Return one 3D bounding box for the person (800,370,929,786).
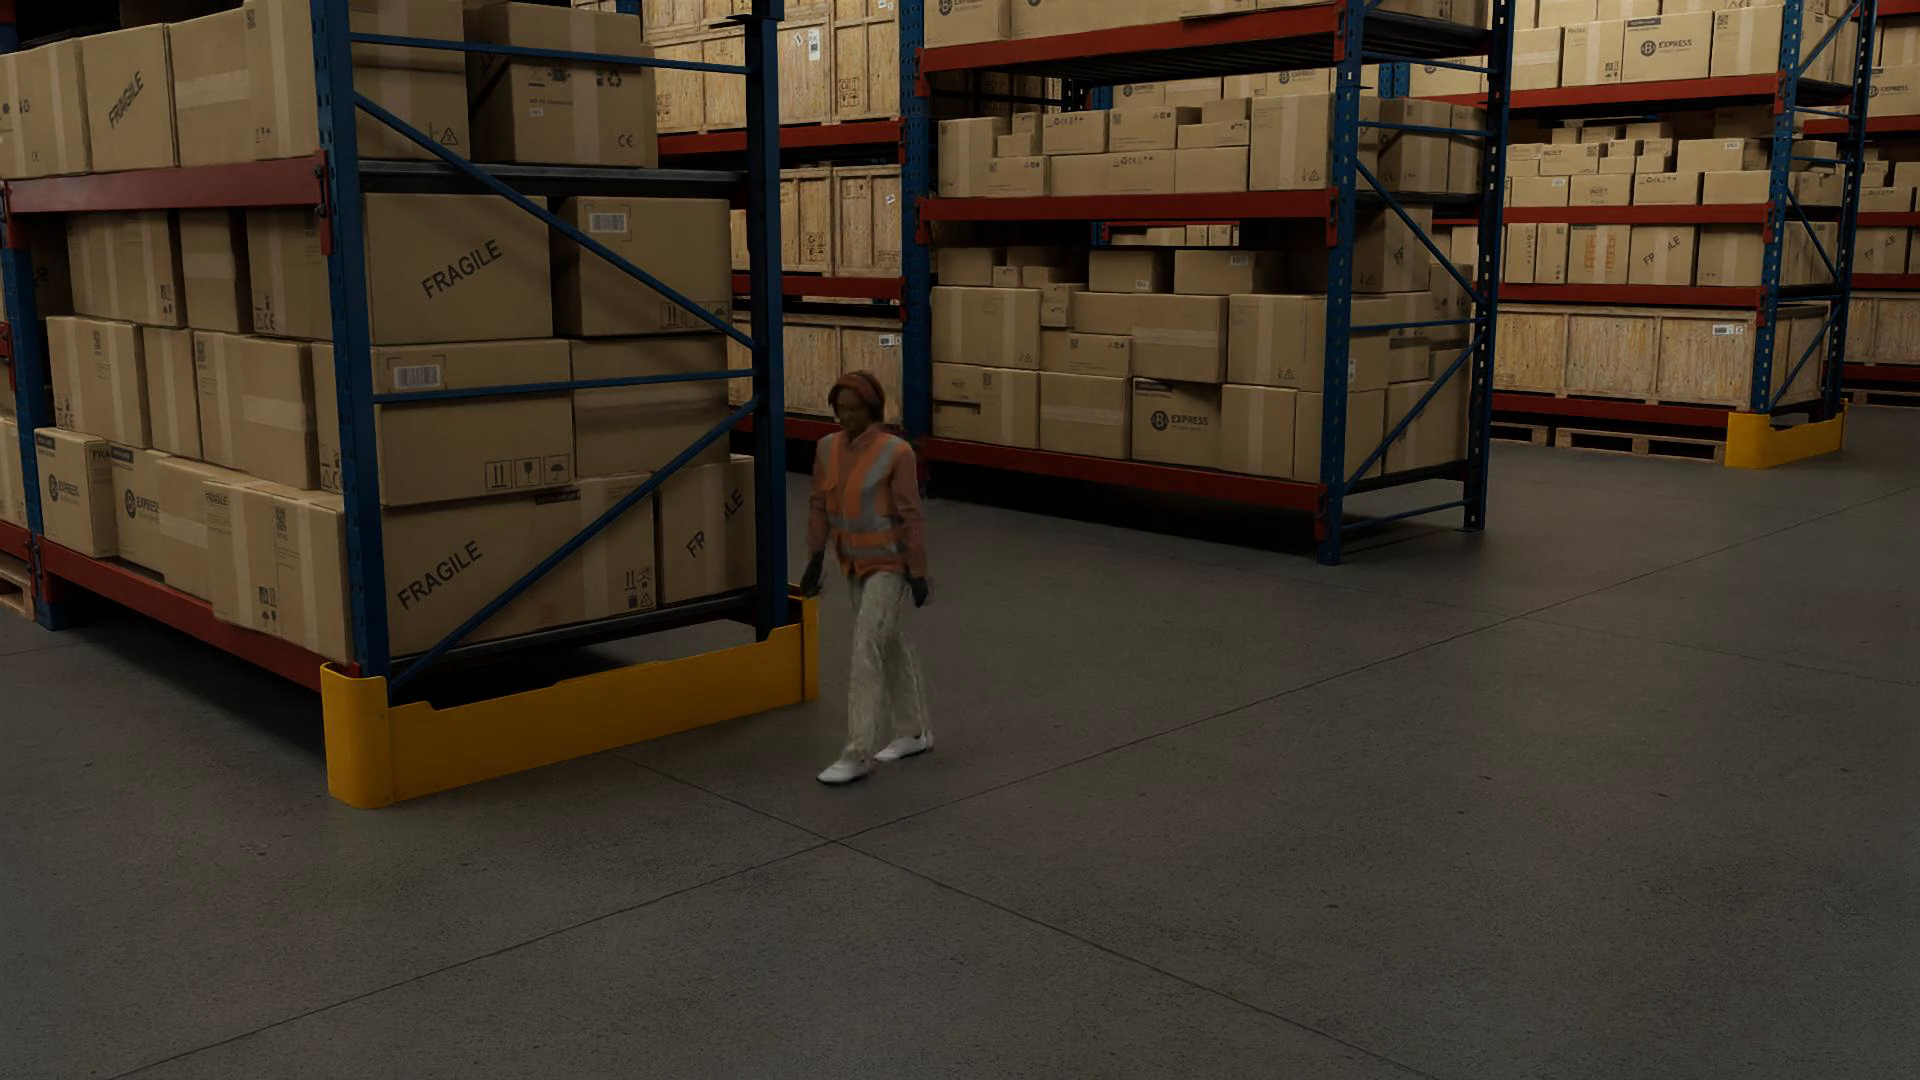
[{"bbox_3d":[-0.414,0.140,6.555,0.756,1.600,0.509,-9,14,-42],"label":"person"}]
